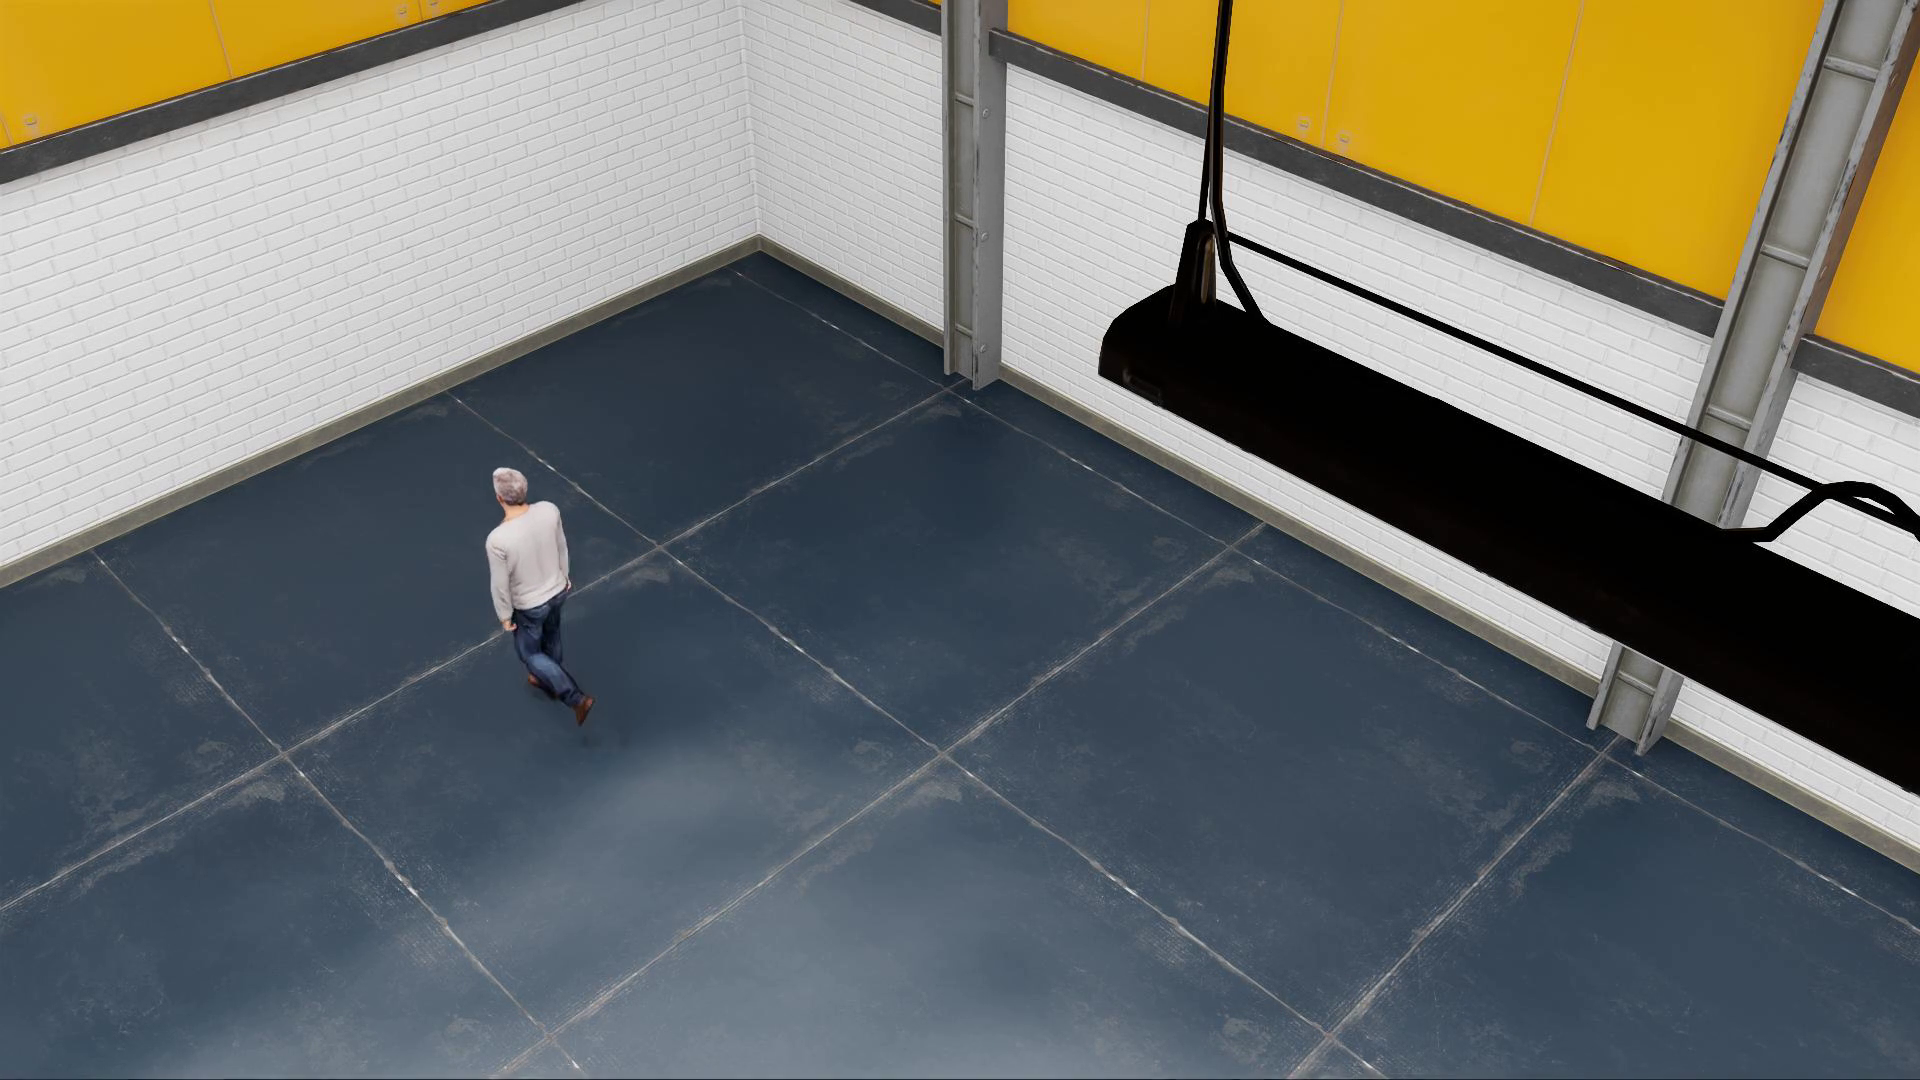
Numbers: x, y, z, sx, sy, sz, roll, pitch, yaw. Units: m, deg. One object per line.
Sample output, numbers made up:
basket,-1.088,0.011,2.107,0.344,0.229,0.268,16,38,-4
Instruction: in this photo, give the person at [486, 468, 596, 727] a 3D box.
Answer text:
person,-2.609,0.387,10.415,1.064,1.891,0.793,27,46,30
